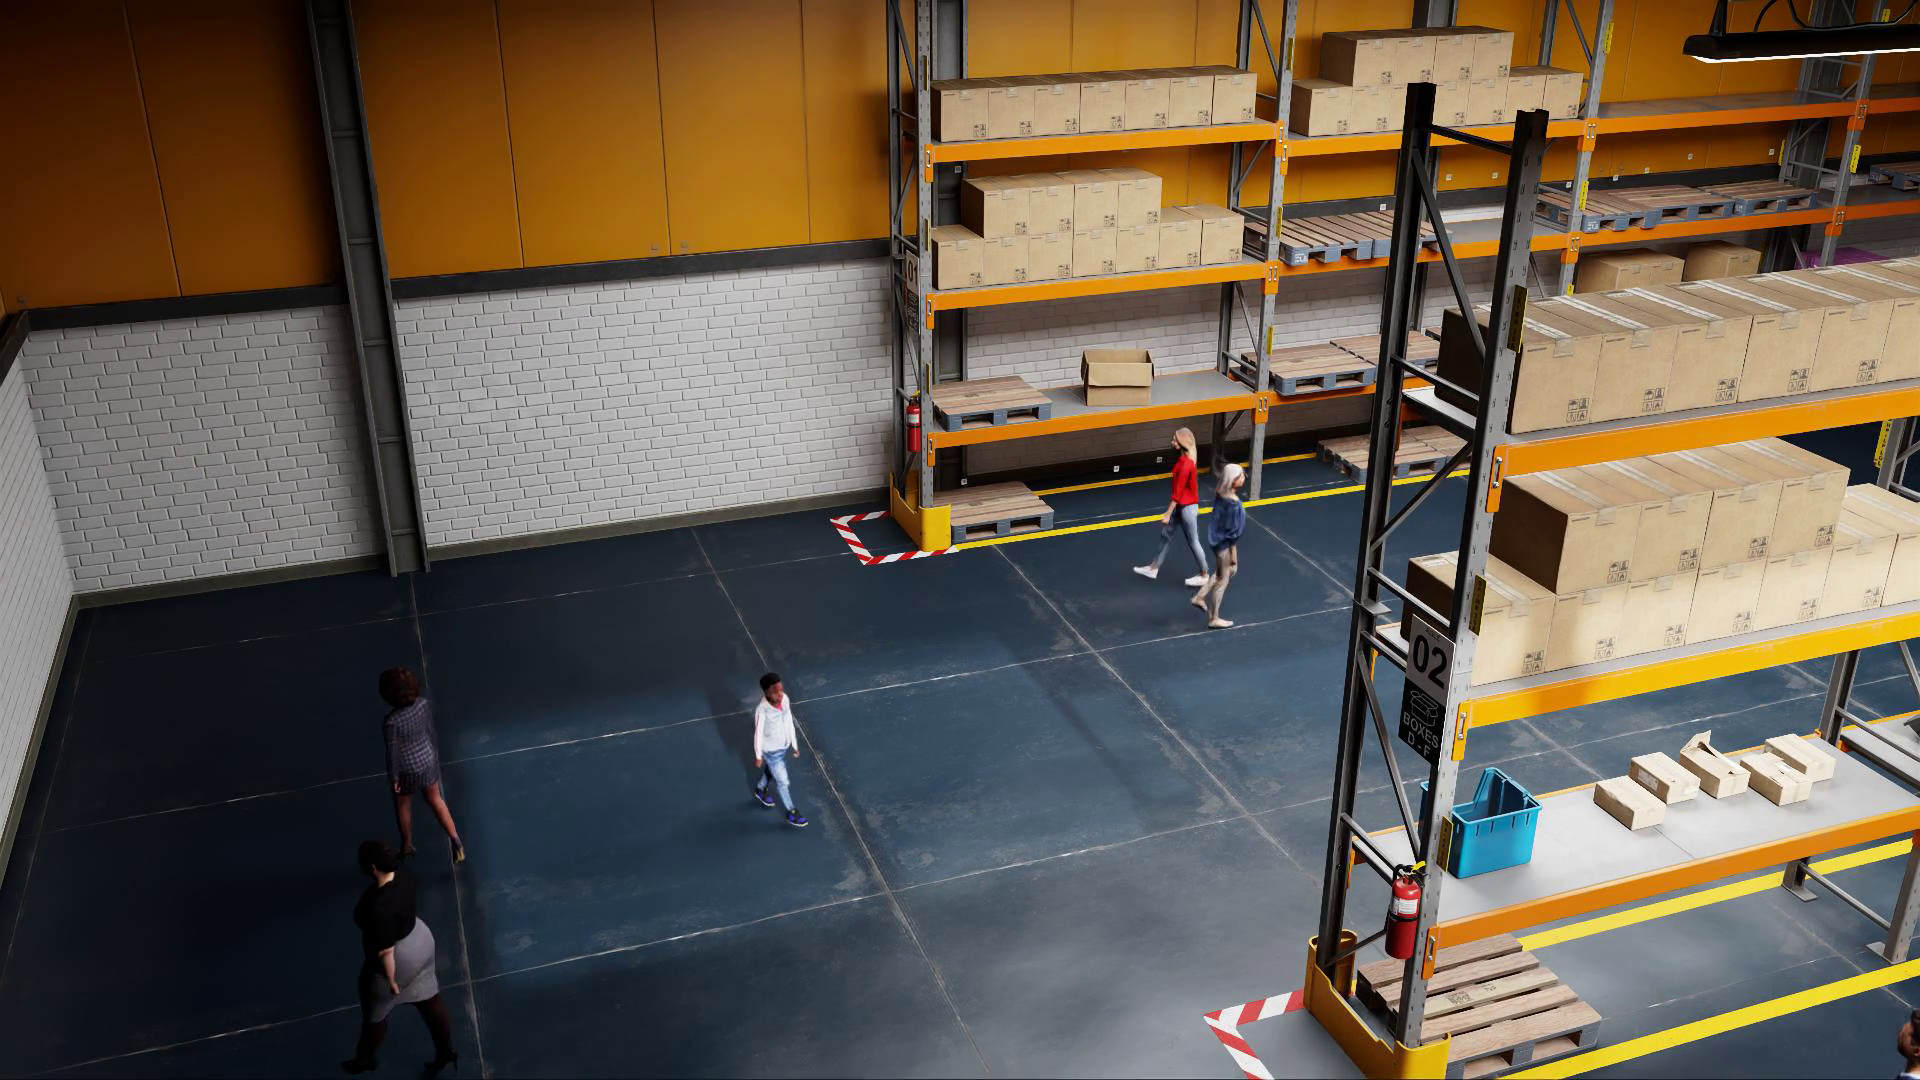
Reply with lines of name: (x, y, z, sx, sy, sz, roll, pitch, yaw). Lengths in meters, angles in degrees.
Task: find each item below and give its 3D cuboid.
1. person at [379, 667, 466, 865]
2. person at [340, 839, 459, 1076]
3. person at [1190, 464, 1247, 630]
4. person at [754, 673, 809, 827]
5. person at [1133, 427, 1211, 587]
person: (-3.958, 1.693, 12.218, 0.963, 1.681, 0.950, 15, 28, 31)
person: (-3.324, 2.574, 10.137, 1.067, 1.733, 0.940, 4, 24, 10)
person: (2.442, 0.060, 15.943, 0.778, 1.689, 0.722, -1, 24, -3)
person: (-1.486, 1.589, 13.015, 0.820, 1.232, 0.871, 19, 30, 37)
person: (2.353, -0.290, 16.772, 1.115, 1.666, 0.907, 1, 24, 3)
